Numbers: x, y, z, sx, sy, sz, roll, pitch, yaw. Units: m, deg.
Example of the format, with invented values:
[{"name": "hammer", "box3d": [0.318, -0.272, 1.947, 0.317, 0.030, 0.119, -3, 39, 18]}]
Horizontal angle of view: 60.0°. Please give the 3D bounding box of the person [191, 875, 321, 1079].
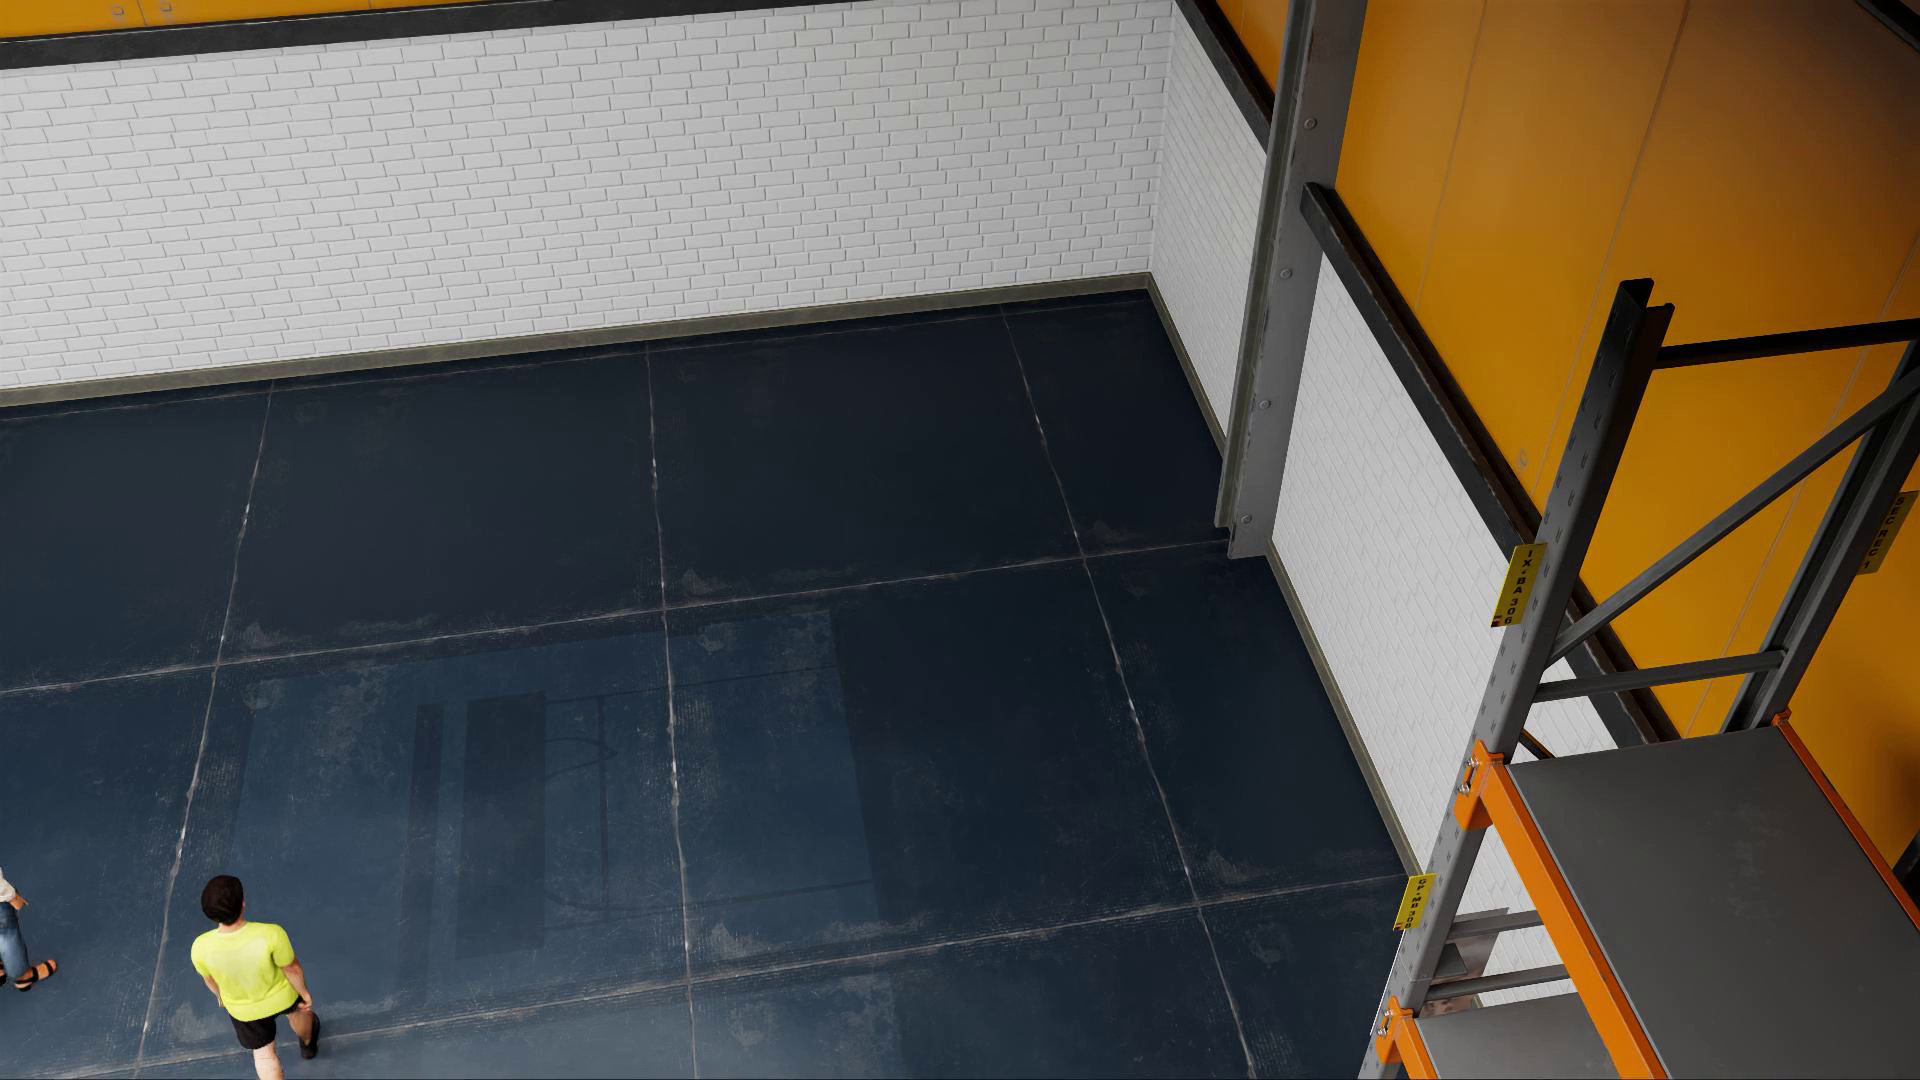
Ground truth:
[{"name": "person", "box3d": [-3.539, 2.353, 8.421, 0.755, 1.686, 1.075, -15, 46, -15]}]
